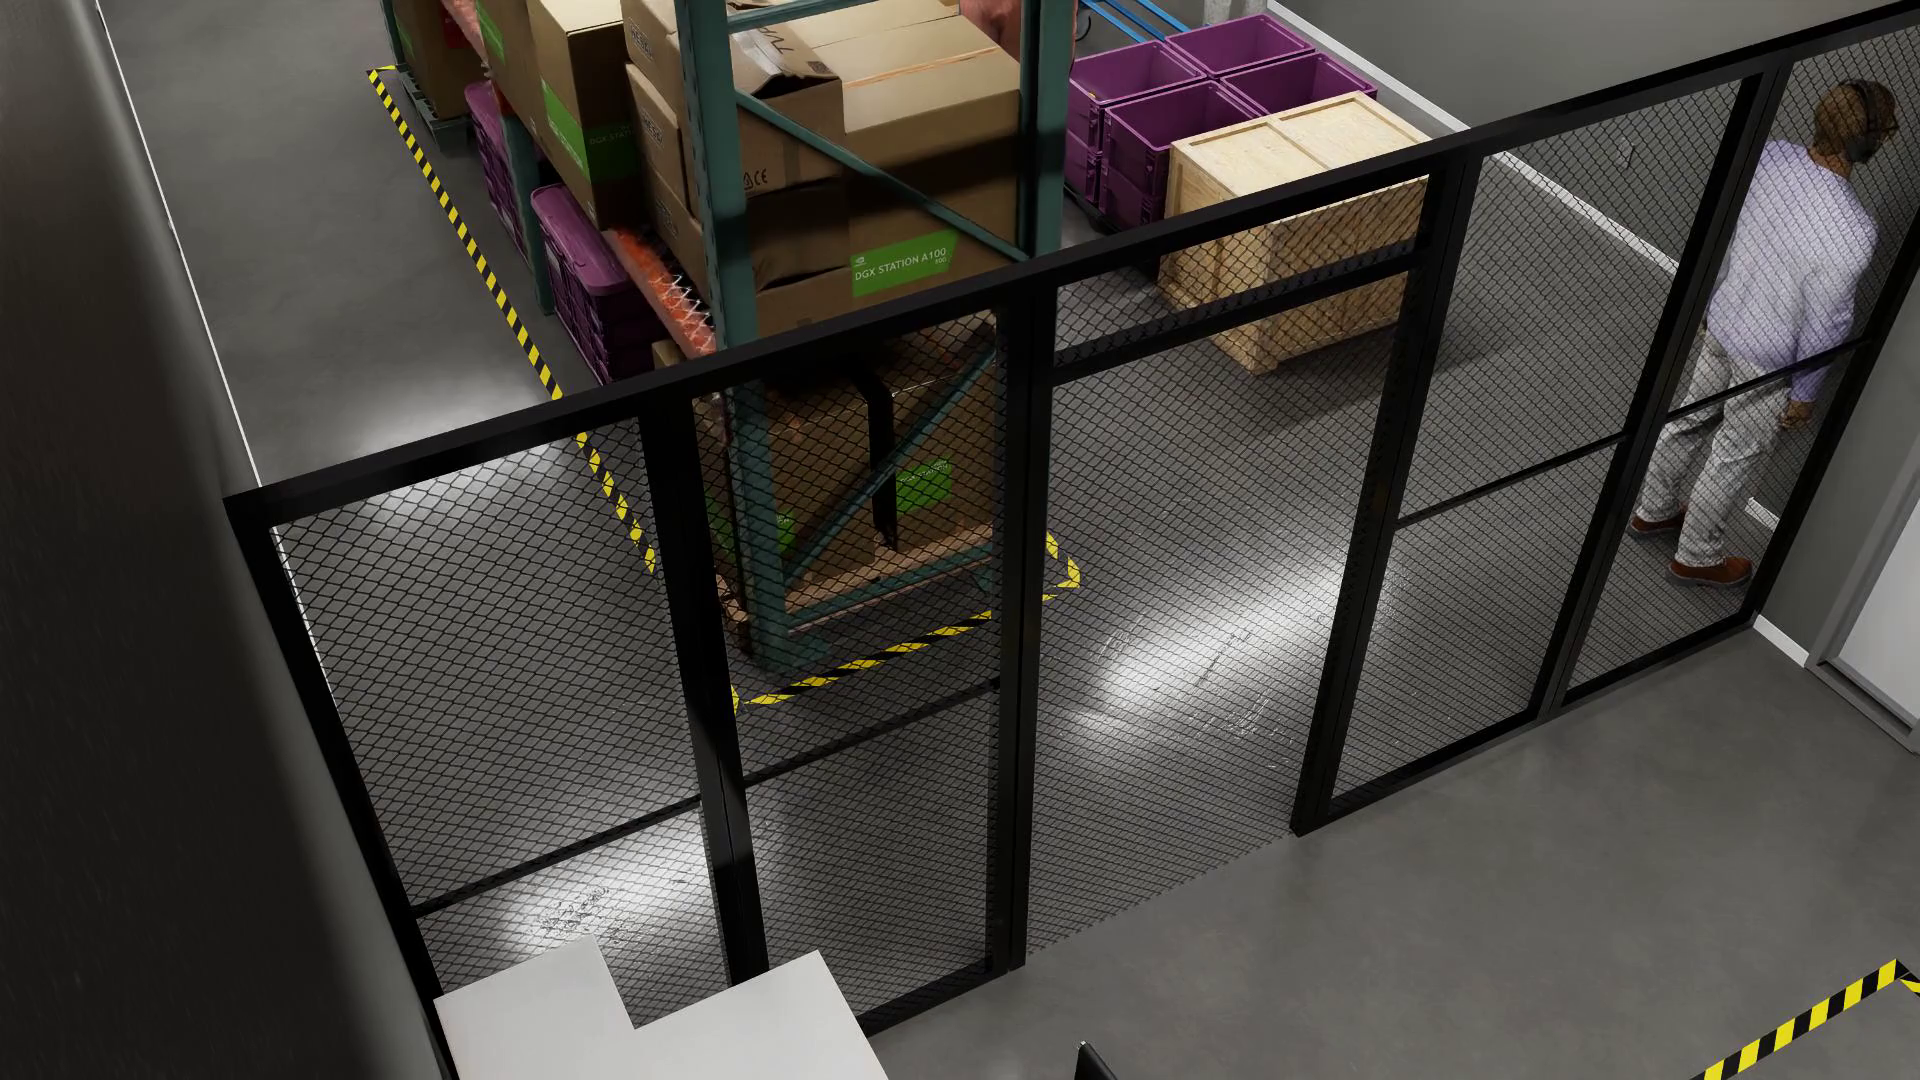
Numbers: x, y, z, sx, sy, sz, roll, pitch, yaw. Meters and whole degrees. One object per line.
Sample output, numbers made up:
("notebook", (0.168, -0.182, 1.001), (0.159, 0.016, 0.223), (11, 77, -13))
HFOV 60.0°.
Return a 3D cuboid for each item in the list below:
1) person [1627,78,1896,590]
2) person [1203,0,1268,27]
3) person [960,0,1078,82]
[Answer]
("person", (2.735, -0.670, 5.677), (0.357, 1.939, 0.638), (-8, 43, -9))
("person", (1.442, -3.269, 8.599), (0.589, 1.833, 0.404), (-18, 45, -18))
("person", (0.213, -1.810, 6.885), (0.611, 1.994, 0.386), (-31, 51, -29))
